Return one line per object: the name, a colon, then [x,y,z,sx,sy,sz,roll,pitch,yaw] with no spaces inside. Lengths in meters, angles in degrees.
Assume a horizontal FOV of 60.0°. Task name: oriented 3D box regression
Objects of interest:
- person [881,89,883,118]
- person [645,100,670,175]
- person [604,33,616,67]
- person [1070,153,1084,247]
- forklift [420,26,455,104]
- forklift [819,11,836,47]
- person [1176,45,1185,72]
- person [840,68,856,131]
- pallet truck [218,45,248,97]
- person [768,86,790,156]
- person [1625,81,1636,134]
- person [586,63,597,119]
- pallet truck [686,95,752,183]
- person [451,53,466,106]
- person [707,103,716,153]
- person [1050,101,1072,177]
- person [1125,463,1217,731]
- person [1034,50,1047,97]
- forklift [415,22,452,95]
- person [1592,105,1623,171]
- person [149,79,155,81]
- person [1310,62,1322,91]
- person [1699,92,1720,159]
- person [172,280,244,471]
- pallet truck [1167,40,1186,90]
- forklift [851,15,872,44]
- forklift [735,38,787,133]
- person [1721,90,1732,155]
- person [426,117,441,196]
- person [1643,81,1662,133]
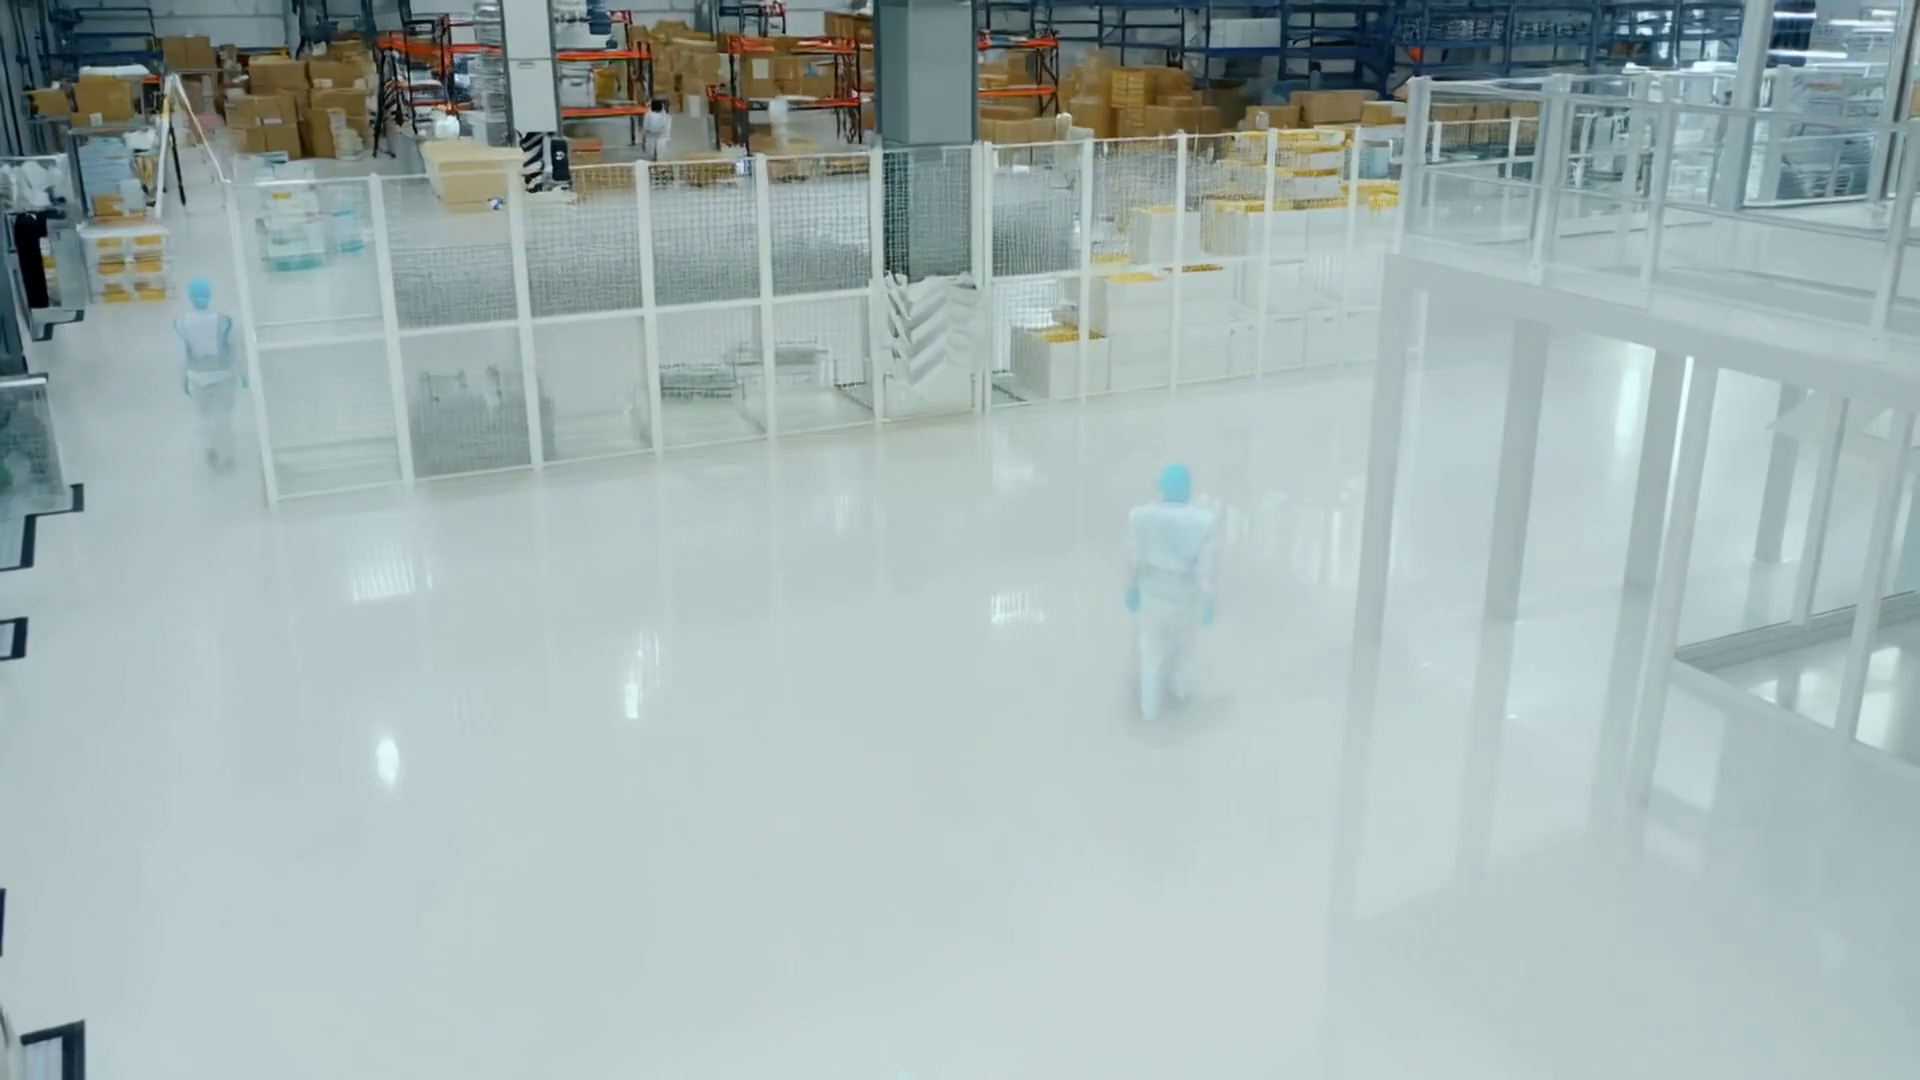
person: [-2.026,-12.429,48.143,0.594,1.922,0.386,4,19,11]
person: [-7.515,-9.996,41.284,0.658,1.788,0.962,0,19,1]
person: [-16.699,-23.234,79.465,0.365,1.934,0.630,16,25,38]
person: [2.077,-5.599,28.322,0.365,1.939,0.636,8,20,21]
forklift: [-19.640,-17.761,62.156,1.873,2.768,1.129,-5,20,-13]
forklift: [-6.474,-24.921,82.911,1.873,2.768,1.129,-9,21,-25]
person: [9.951,-21.486,74.904,0.890,1.587,0.522,-9,21,-25]
person: [-3.503,-13.775,52.053,0.587,1.920,0.394,14,23,34]
pallet truck: [-28.879,-18.665,66.111,0.823,1.965,1.885,-3,19,-9]
person: [-4.899,-11.112,44.342,0.899,1.905,0.650,14,24,35]
person: [20.352,-13.015,50.256,0.545,1.646,0.891,2,19,5]
person: [-12.489,-15.230,56.381,0.351,1.847,0.507,-1,19,-3]
pallet truck: [-5.836,-9.608,39.856,0.823,1.965,1.885,10,22,27]
person: [-18.540,-17.019,61.503,0.561,1.879,1.036,3,19,7]
person: [-6.181,-10.117,41.799,0.322,1.690,0.533,-10,21,-26]
person: [2.452,-9.743,40.486,0.529,1.834,0.801,9,21,24]
person: [1.440,0.353,11.255,0.654,1.810,0.769,7,20,21]
person: [3.162,-18.401,65.606,0.504,1.829,0.649,3,19,10]
forklift: [-21.481,-19.474,67.122,1.129,2.768,1.873,14,23,35]
person: [14.547,-8.857,37.613,0.535,2.000,0.687,-12,22,-31]
person: [-24.928,-13.440,51.518,0.515,1.634,0.314,11,22,29]
person: [11.806,-14.974,55.510,0.882,1.936,0.606,1,19,3]
person: [19.975,-10.973,44.162,0.523,1.769,0.314,2,19,7]
person: [-7.666,-1.704,17.052,0.608,1.920,0.741,-6,20,-16]
pallet truck: [9.045,-19.971,69.895,0.823,1.965,1.885,-3,19,-8]
forklift: [-4.485,-22.557,76.058,1.129,2.768,1.873,-9,21,-25]
forklift: [-6.213,-14.163,51.726,1.129,2.768,1.873,-9,21,-25]
person: [19.356,-10.349,42.009,0.381,1.994,0.614,11,22,30]
person: [-11.713,-8.627,37.419,0.559,1.729,0.483,-12,23,-32]
person: [20.033,-12.436,48.377,0.597,1.793,0.927,3,19,8]
